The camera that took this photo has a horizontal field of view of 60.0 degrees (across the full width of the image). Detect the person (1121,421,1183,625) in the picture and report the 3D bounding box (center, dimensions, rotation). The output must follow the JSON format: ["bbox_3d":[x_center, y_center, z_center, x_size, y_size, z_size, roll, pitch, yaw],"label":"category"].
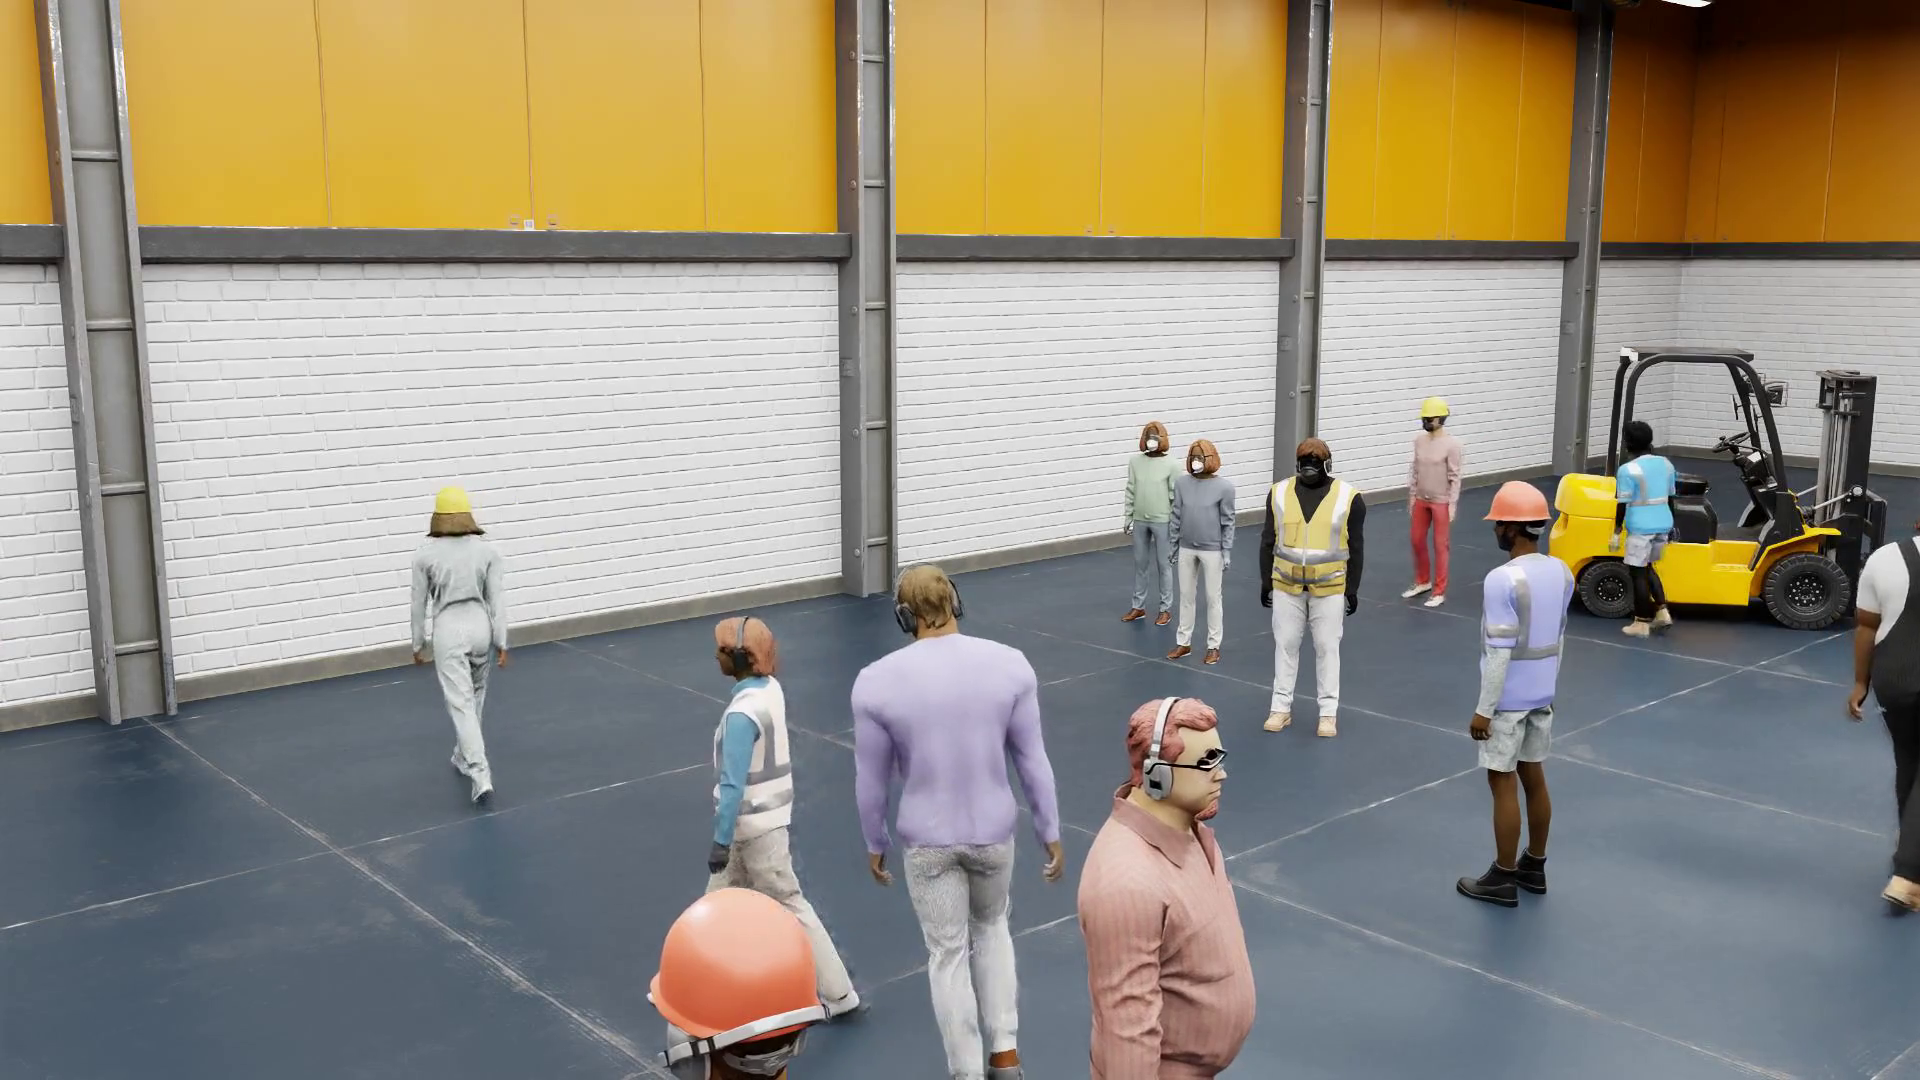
[{"bbox_3d":[1.537,-0.139,13.333,0.500,1.636,0.282,7,12,34],"label":"person"}]

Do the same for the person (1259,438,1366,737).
[{"bbox_3d":[2.147,0.288,10.237,0.633,1.842,0.429,4,10,22],"label":"person"}]

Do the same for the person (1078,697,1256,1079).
[{"bbox_3d":[0.508,1.310,4.061,0.409,1.907,0.651,3,10,17],"label":"person"}]

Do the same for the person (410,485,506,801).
[{"bbox_3d":[-2.729,0.547,9.149,0.487,1.692,0.934,-6,11,-32],"label":"person"}]

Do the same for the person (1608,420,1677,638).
[{"bbox_3d":[5.279,-0.078,12.884,0.558,1.670,0.428,-5,11,-27],"label":"person"}]

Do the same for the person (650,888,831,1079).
[{"bbox_3d":[-0.322,1.511,2.625,0.609,1.995,0.378,-9,13,-42],"label":"person"}]

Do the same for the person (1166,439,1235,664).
[{"bbox_3d":[1.744,0.080,12.058,0.499,1.634,0.279,6,11,32],"label":"person"}]

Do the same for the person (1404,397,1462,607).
[{"bbox_3d":[4.022,-0.324,14.066,0.447,1.761,0.636,-6,11,-30],"label":"person"}]

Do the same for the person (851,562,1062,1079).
[{"bbox_3d":[-0.013,1.027,5.736,0.713,1.898,0.509,-2,10,-10],"label":"person"}]

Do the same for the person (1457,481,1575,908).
[{"bbox_3d":[2.511,0.695,7.577,0.553,1.933,0.368,-7,12,-37],"label":"person"}]

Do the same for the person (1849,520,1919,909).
[{"bbox_3d":[4.496,0.631,7.646,1.022,2.000,0.694,-7,12,-36],"label":"person"}]

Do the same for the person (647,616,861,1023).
[{"bbox_3d":[-0.775,1.074,6.351,0.851,1.596,0.530,0,10,2],"label":"person"}]

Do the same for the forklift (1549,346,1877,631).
[{"bbox_3d":[6.109,-0.478,13.691,2.313,2.155,1.214,3,10,16],"label":"forklift"}]
